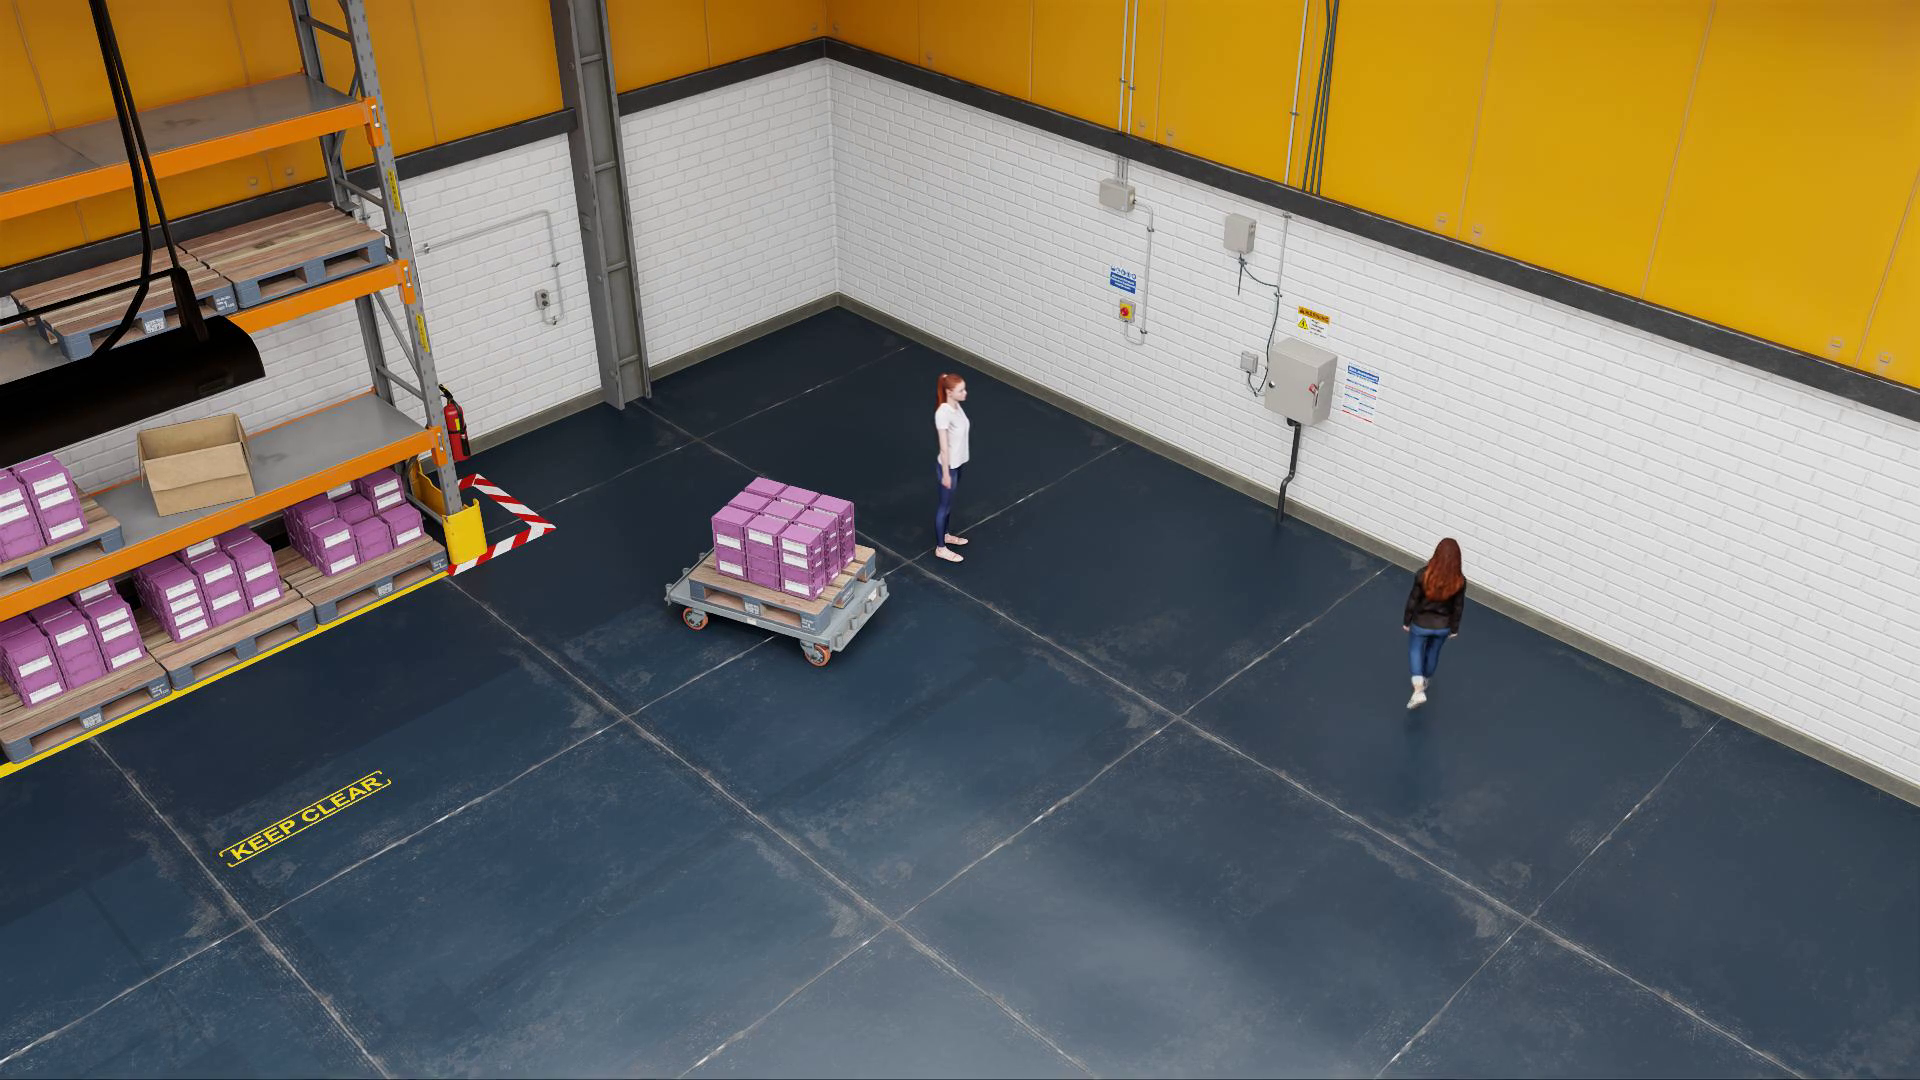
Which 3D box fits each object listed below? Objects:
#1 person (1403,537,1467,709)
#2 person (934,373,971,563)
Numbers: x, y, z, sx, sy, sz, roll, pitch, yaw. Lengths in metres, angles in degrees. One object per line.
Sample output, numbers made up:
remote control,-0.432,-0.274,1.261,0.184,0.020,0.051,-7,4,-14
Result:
person,3.553,0.653,12.515,0.807,1.468,0.899,5,34,8
person,-0.093,-0.646,14.225,0.703,1.738,0.607,8,34,11
